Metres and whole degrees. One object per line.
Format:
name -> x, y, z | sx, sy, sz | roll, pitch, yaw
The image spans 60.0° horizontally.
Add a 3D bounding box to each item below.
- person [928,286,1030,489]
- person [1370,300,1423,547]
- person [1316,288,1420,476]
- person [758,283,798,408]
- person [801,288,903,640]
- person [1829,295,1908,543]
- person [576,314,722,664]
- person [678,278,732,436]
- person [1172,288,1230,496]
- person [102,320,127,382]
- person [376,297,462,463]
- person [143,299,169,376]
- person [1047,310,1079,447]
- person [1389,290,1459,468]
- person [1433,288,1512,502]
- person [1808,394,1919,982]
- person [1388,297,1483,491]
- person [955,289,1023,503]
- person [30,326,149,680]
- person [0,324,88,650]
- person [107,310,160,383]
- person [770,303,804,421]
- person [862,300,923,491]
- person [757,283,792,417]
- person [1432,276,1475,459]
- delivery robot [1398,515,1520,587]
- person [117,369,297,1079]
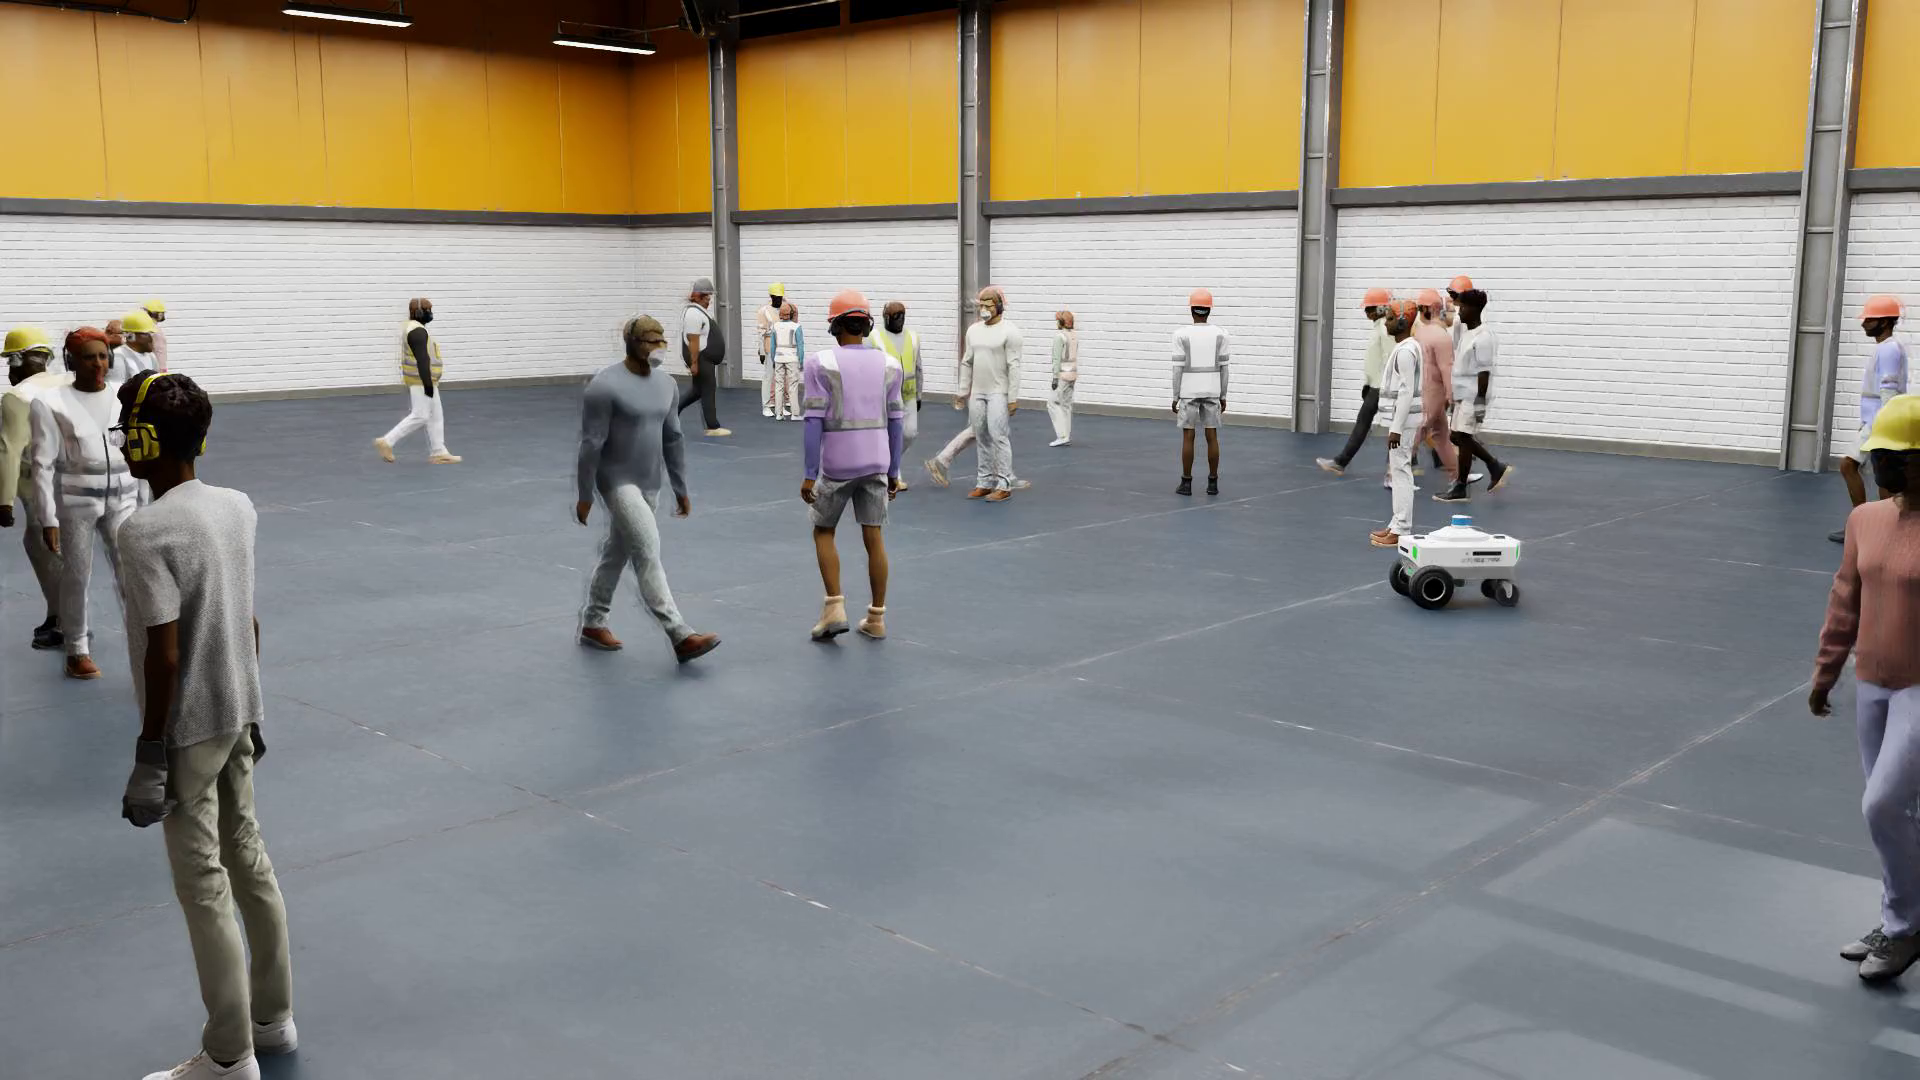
person -> 0.178, -1.449, 15.962 | 0.915, 1.968, 0.622 | -1, 9, -4
person -> 3.352, -0.883, 12.715 | 0.356, 1.883, 0.573 | 2, 10, 14
person -> 4.228, -1.600, 16.976 | 1.075, 1.922, 0.657 | 2, 9, 9
person -> -2.792, -2.974, 25.459 | 0.651, 1.907, 0.409 | -4, 10, -25
person -> -0.621, -0.426, 9.545 | 0.645, 2.014, 0.542 | -5, 11, -28
person -> 6.939, -0.906, 12.731 | 0.607, 1.917, 0.580 | 5, 11, 30
person -> -1.728, -0.278, 9.023 | 1.069, 1.870, 0.641 | 5, 11, 29
person -> -3.383, -2.339, 21.154 | 0.846, 2.000, 0.689 | 0, 9, -2
person -> 2.239, -1.378, 15.576 | 0.545, 1.939, 0.354 | -1, 9, -4
person -> -8.182, -1.345, 16.345 | 0.625, 1.608, 0.538 | 1, 9, 8
person -> -5.866, -1.703, 17.927 | 0.817, 1.819, 0.620 | -3, 10, -16
person -> -9.950, -2.102, 20.591 | 0.404, 1.757, 0.526 | -9, 13, -44
person -> 1.223, -1.911, 19.777 | 0.376, 1.631, 0.556 | 5, 11, 29
person -> 5.014, -1.715, 17.802 | 0.963, 1.887, 0.551 | 8, 12, 41
person -> 4.686, -1.309, 15.104 | 0.637, 1.953, 0.623 | 1, 9, 4
person -> 2.776, 0.444, 4.958 | 0.501, 1.749, 0.556 | -2, 10, -14
person -> 4.569, -1.386, 15.889 | 1.004, 1.847, 0.667 | 0, 9, -1
person -> 0.270, -1.319, 15.227 | 0.636, 1.937, 0.419 | 9, 13, 42
person -> -4.339, -0.154, 8.397 | 0.980, 1.829, 0.612 | 8, 12, 39
person -> -5.133, -0.290, 9.293 | 0.515, 1.802, 0.716 | 0, 9, 2
person -> -6.979, -1.024, 13.899 | 0.907, 1.792, 0.614 | 1, 9, 8
person -> -2.403, -2.467, 23.166 | 0.517, 1.639, 0.314 | 4, 10, 25
person -> -0.650, -1.395, 16.032 | 0.654, 1.824, 0.684 | -5, 10, -28
person -> -2.633, -2.731, 23.909 | 0.593, 1.922, 0.384 | -9, 13, -44
person -> 5.534, -1.915, 18.544 | 0.382, 2.041, 0.616 | -4, 10, -25
delivery robot -> 3.159, 0.087, 10.533 | 0.707, 0.478, 0.477 | 0, 9, -3
person -> -1.964, 0.500, 4.272 | 0.317, 1.870, 0.523 | 1, 9, 7
